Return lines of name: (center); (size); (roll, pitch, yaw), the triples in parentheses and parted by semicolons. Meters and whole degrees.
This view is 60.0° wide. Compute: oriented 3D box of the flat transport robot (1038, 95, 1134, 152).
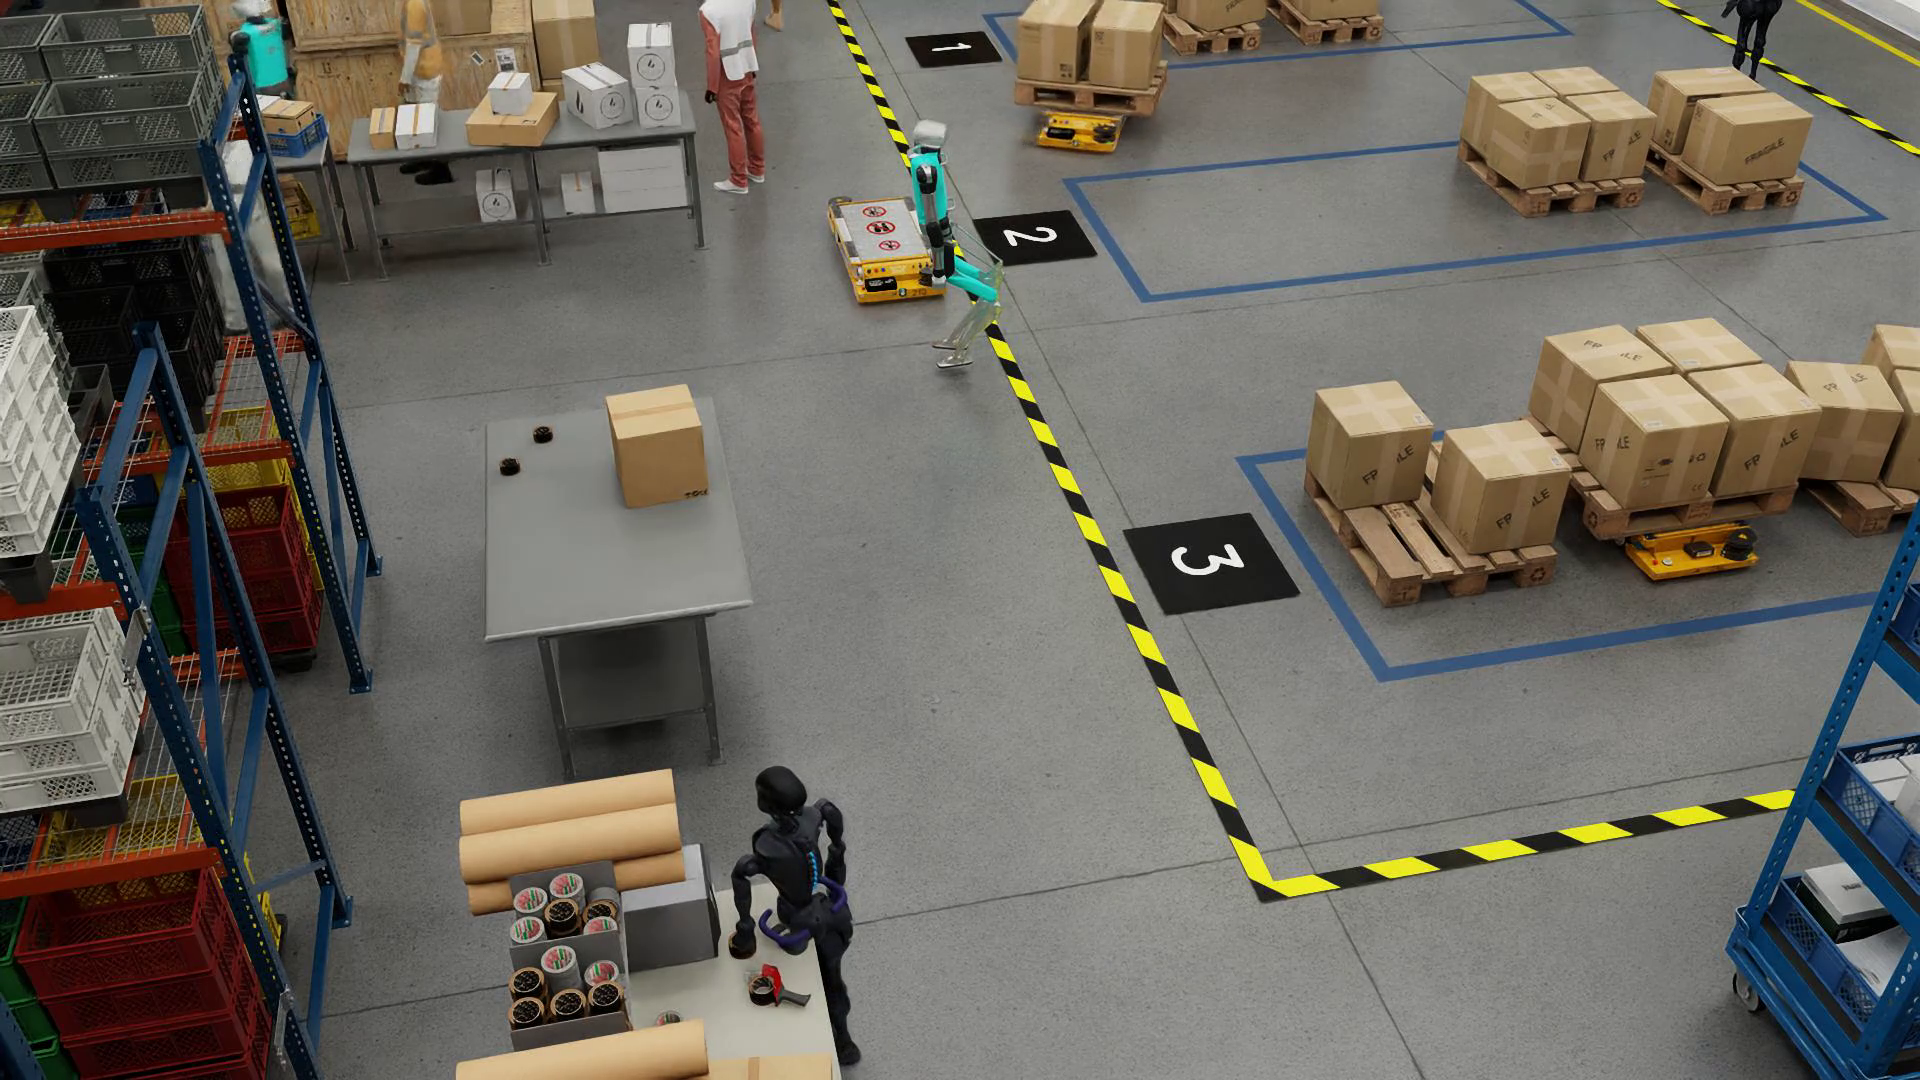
flat transport robot: (1.147, -3.816, 14.659); (0.652, 0.197, 1.431); (8, 37, 11)

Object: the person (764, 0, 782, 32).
person: (-1.964, -5.901, 16.053); (0.694, 1.991, 0.397); (9, 38, 12)

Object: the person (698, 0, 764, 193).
person: (-1.794, -3.671, 13.109); (0.399, 1.916, 0.589); (21, 42, 26)

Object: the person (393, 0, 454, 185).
person: (-4.369, -3.752, 13.215); (0.495, 1.922, 0.548); (-18, 40, -22)

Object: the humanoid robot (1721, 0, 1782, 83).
humanoid robot: (7.166, -4.881, 14.923); (0.599, 1.655, 0.315); (-15, 39, -19)

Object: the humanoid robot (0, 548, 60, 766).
humanoid robot: (-4.327, 0.511, 7.676); (0.347, 1.653, 0.610); (7, 37, 9)

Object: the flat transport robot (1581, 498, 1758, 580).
flat transport robot: (4.062, -0.294, 9.926); (0.652, 0.197, 1.431); (-8, 37, -10)

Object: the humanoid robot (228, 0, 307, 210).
humanoid robot: (-5.390, -3.288, 12.753); (0.739, 1.789, 0.565); (17, 40, 22)

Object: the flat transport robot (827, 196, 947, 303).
flat transport robot: (-0.570, -2.220, 12.538); (0.659, 0.231, 1.431); (-8, 37, -10)

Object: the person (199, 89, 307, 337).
person: (-4.933, -2.182, 11.201); (0.776, 1.810, 0.380); (-1, 37, -2)

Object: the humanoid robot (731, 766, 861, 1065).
humanoid robot: (-0.626, 1.501, 6.344); (0.315, 1.657, 0.599); (29, 45, 33)

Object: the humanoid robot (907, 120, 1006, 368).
humanoid robot: (0.035, -1.906, 10.773); (0.735, 1.677, 0.533); (-2, 37, -2)
